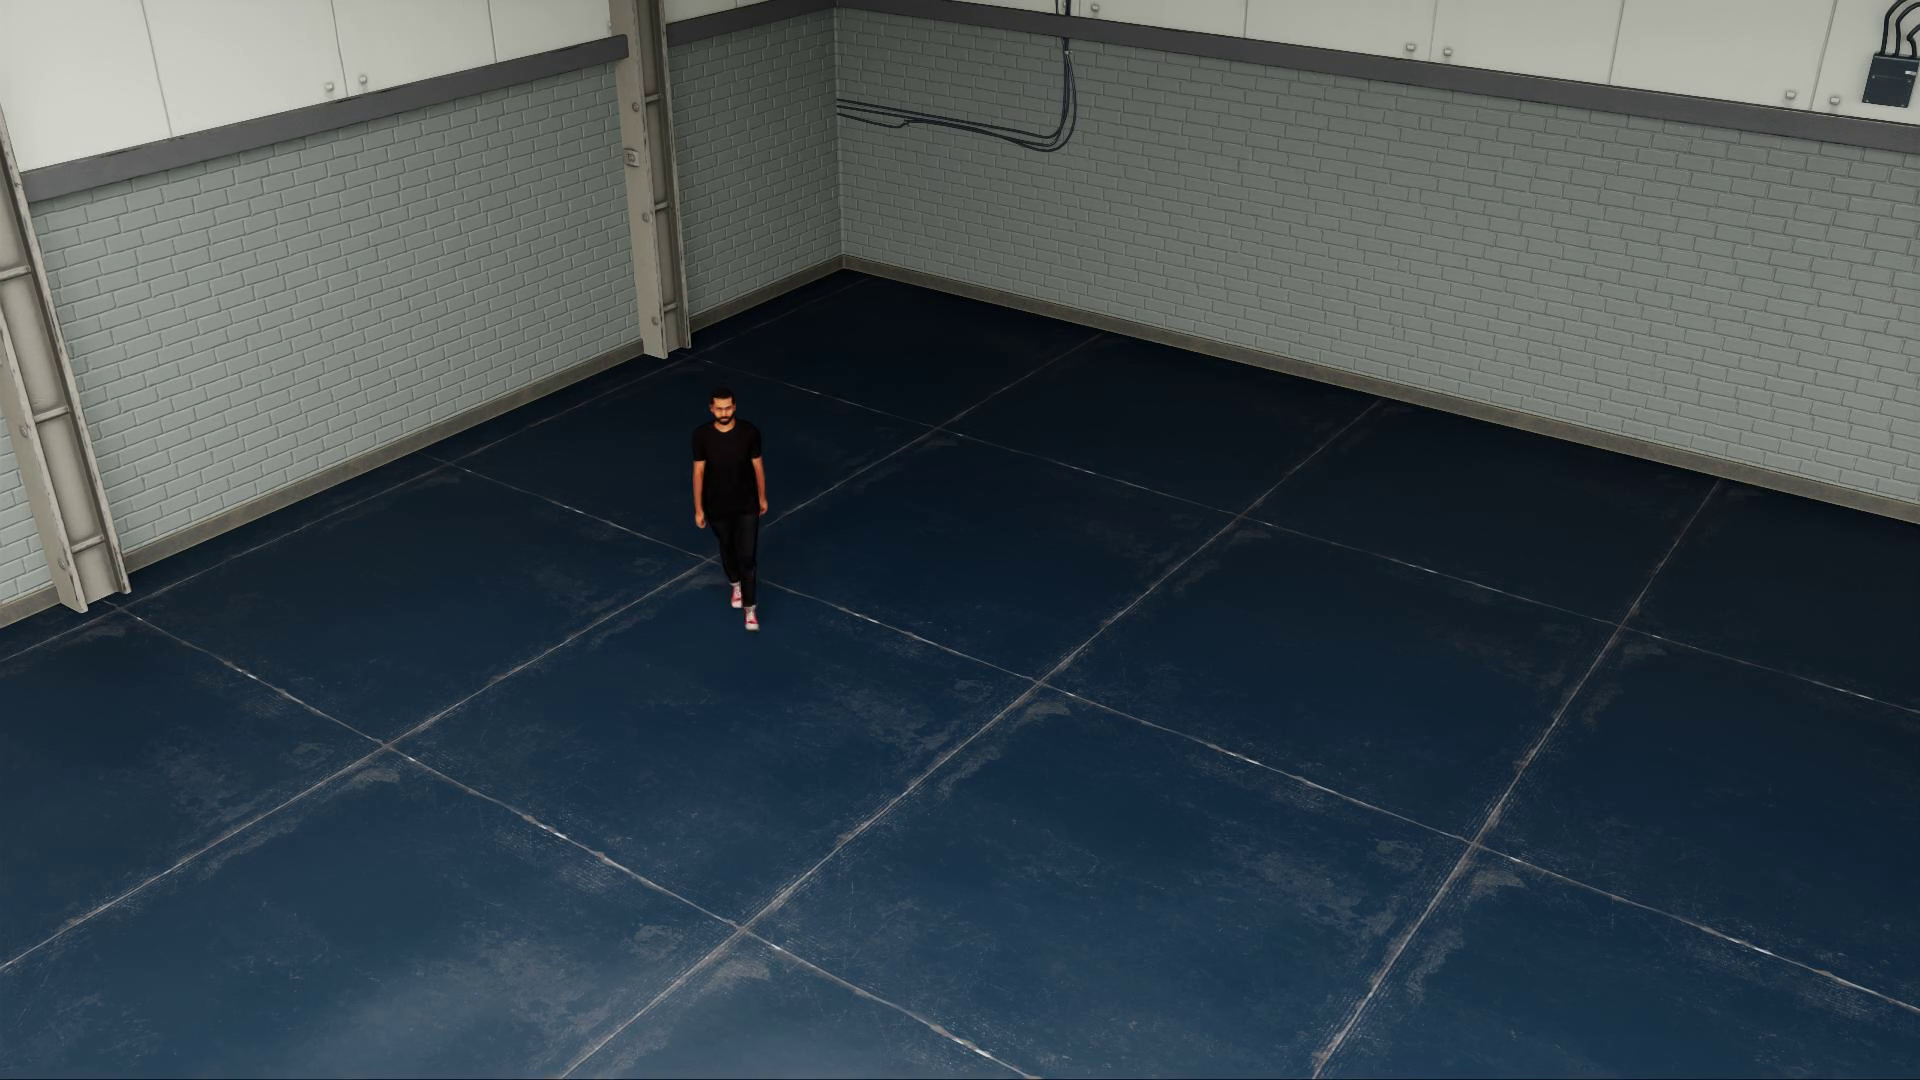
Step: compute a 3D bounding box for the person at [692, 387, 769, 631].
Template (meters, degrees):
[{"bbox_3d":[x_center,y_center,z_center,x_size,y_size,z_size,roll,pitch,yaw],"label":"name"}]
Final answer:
[{"bbox_3d":[-1.607,-0.292,11.705,1.013,1.733,1.105,-2,28,-5],"label":"person"}]
